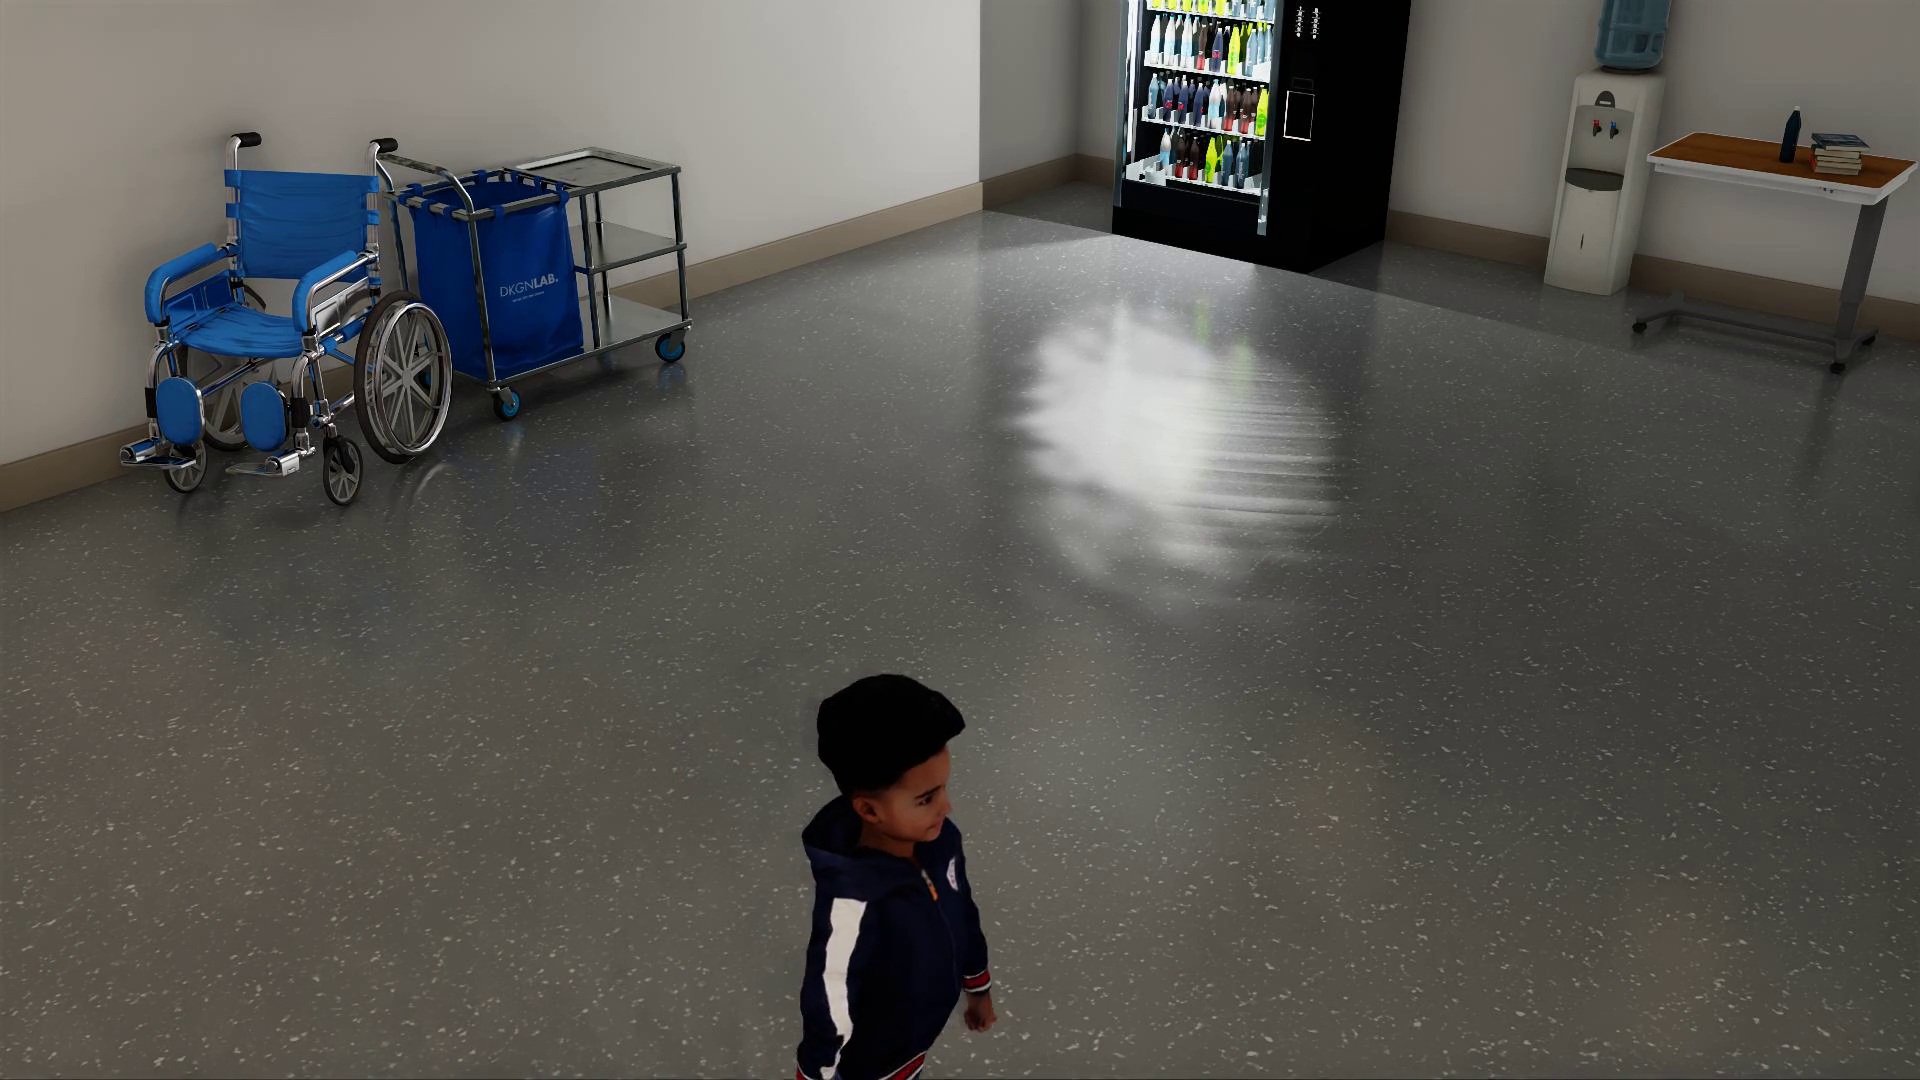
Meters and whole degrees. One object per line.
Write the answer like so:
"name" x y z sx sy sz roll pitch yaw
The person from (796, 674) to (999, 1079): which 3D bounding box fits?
"person" -0.170 0.759 2.709 0.859 1.193 0.661 12 28 23
